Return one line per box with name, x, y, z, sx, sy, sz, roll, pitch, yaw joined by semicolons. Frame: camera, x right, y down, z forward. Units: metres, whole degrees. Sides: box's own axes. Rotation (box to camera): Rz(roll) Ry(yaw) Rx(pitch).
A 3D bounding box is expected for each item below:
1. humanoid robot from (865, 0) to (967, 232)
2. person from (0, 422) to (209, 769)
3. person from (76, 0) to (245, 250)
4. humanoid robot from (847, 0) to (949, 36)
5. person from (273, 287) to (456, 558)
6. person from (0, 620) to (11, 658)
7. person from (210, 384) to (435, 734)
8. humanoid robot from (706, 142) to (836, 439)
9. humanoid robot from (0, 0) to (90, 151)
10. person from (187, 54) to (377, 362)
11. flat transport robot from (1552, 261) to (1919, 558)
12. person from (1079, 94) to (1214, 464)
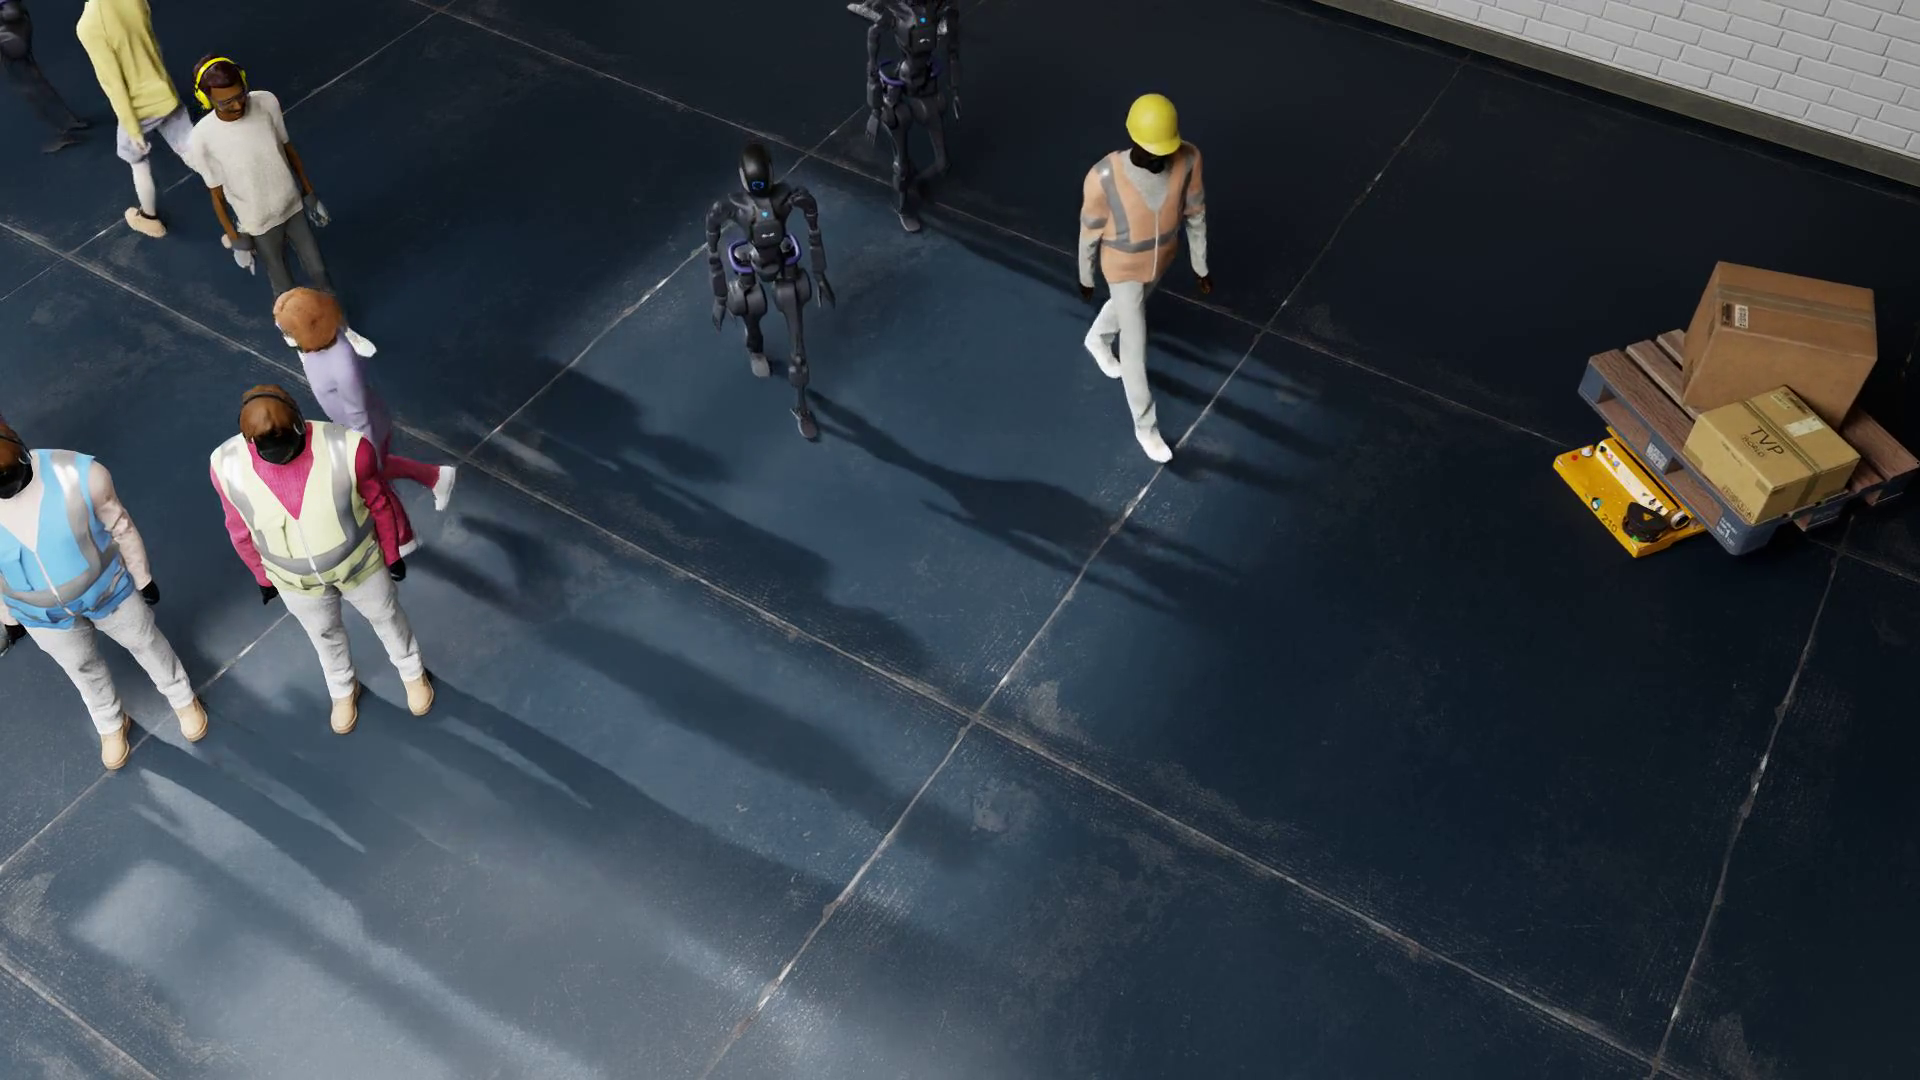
humanoid robot;-0.259;-2.392;8.965;0.583;1.646;0.360;-22;52;-18
person;-3.501;0.216;6.586;0.623;1.840;0.429;-19;51;-16
person;-4.309;-2.332;8.812;0.950;1.845;0.492;16;51;14
humanoid robot;-0.292;-3.885;10.280;1.022;1.784;0.541;26;54;21
person;-2.608;-0.536;7.388;0.475;1.612;0.540;-28;55;-22
person;-4.432;-0.451;7.131;0.501;1.901;1.007;1;49;1
person;-2.541;0.091;6.691;0.624;1.845;0.429;-12;50;-10
humanoid robot;-0.927;-1.282;8.034;0.612;1.628;0.752;-13;50;-12
humanoid robot;-5.481;-2.986;9.506;0.384;1.645;0.588;-15;50;-12
person;-3.335;-1.560;8.129;0.352;1.856;0.521;29;55;23
flat transport robot;3.714;-0.393;8.159;1.431;0.231;0.659;-17;51;-15
person;0.864;-1.324;7.906;0.602;1.870;0.988;-21;52;-18
